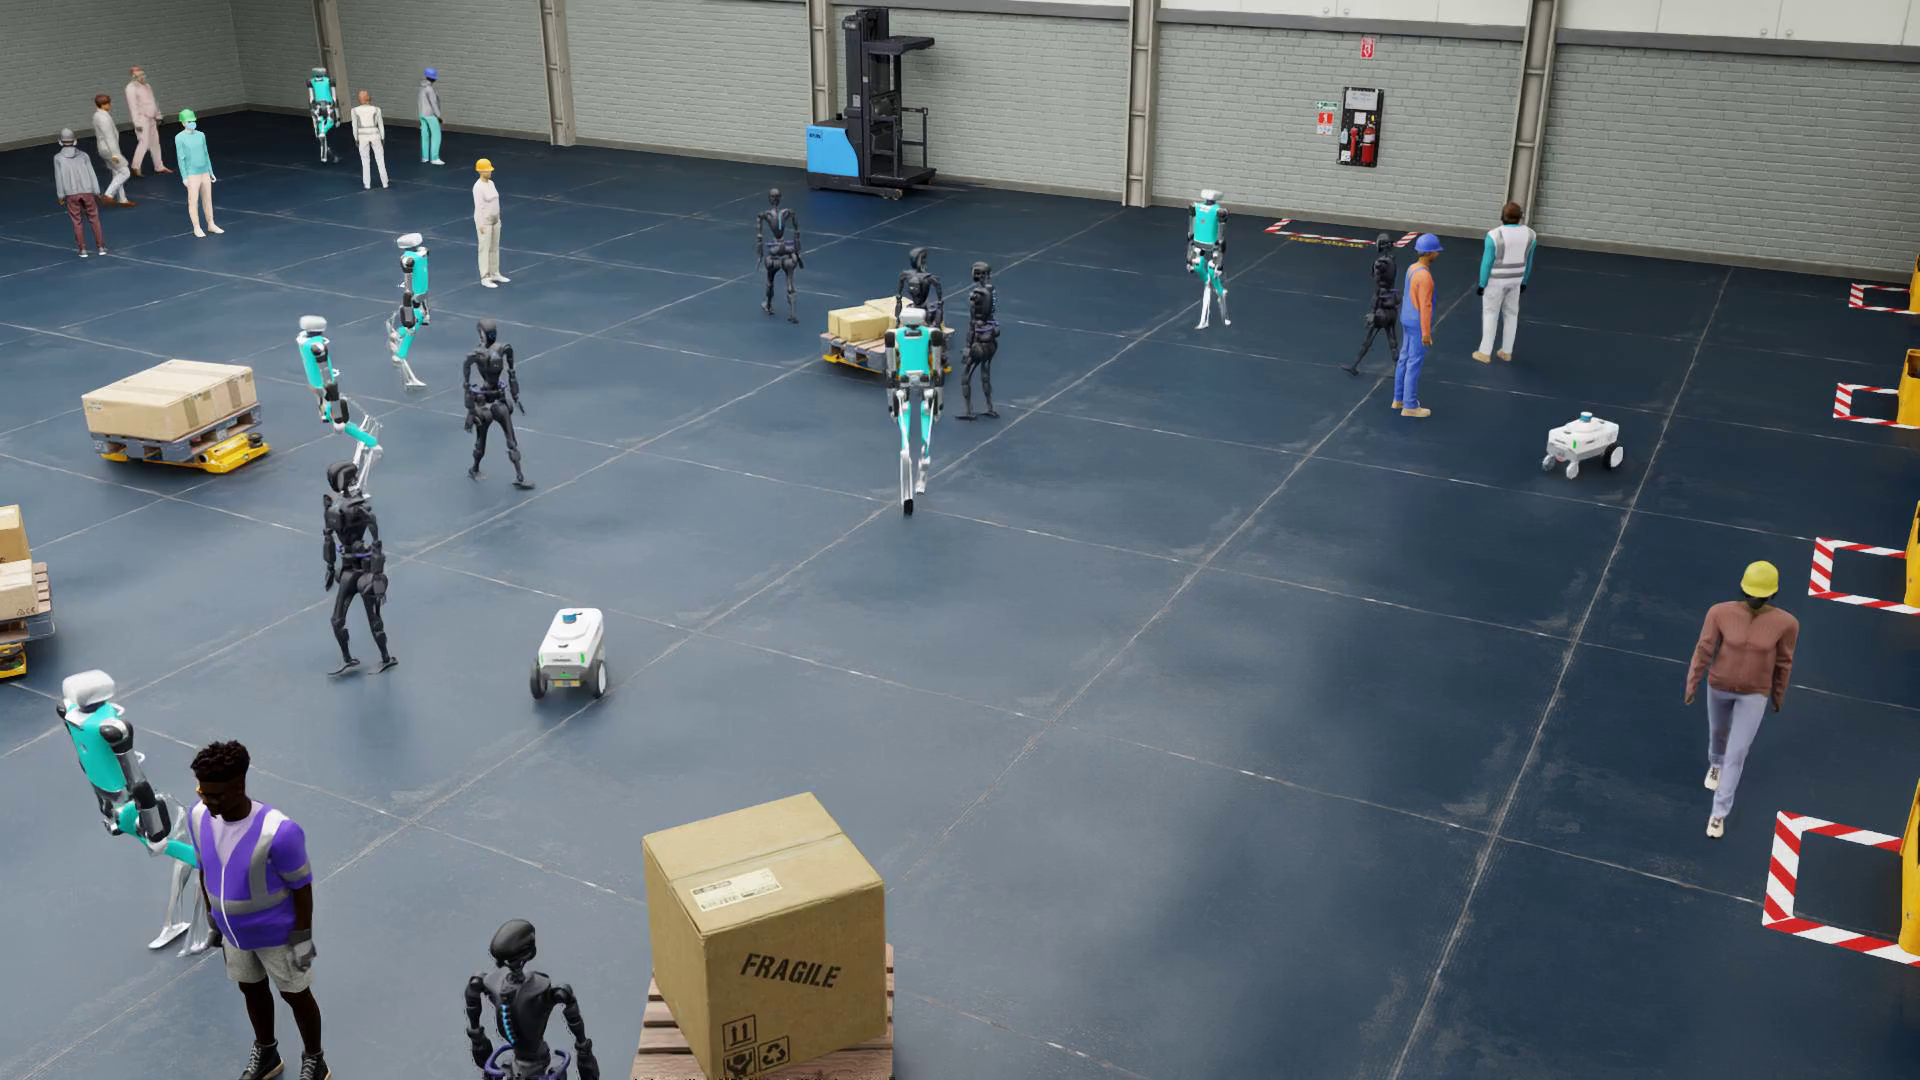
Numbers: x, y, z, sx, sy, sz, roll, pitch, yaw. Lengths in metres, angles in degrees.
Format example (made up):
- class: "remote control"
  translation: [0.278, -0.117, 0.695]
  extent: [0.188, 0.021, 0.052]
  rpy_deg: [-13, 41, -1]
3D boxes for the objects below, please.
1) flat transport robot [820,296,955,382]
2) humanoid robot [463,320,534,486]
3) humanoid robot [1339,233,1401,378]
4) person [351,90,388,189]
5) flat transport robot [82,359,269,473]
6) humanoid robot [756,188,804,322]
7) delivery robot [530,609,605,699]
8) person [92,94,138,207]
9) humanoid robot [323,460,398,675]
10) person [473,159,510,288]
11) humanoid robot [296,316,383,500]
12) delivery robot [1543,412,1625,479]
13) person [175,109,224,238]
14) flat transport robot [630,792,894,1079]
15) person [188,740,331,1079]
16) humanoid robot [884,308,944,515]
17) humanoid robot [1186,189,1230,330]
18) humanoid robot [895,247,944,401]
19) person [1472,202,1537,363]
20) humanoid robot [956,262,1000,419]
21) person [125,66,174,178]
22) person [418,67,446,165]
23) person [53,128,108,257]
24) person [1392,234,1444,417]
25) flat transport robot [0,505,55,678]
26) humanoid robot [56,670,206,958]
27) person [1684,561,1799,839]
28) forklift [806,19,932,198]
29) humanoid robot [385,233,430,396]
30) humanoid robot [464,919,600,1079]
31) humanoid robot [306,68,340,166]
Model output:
- class: "flat transport robot"
  translation: [-0.833, -2.070, 18.981]
  extent: [1.431, 0.231, 0.659]
  rpy_deg: [20, 30, 39]
- class: "humanoid robot"
  translation: [-4.352, -1.288, 15.454]
  extent: [0.781, 1.610, 0.613]
  rpy_deg: [19, 30, 38]
- class: "humanoid robot"
  translation: [4.662, -2.597, 18.461]
  extent: [0.736, 1.623, 0.616]
  rpy_deg: [15, 27, 31]
- class: "person"
  translation: [-10.033, -6.798, 28.263]
  extent: [0.509, 1.629, 0.314]
  rpy_deg: [-8, 25, -18]
- class: "flat transport robot"
  translation: [-7.598, -0.908, 16.276]
  extent: [1.431, 0.231, 0.659]
  rpy_deg: [7, 24, 15]
- class: "humanoid robot"
  translation: [-2.257, -3.564, 20.730]
  extent: [0.610, 1.618, 0.778]
  rpy_deg: [-10, 25, -22]
- class: "delivery robot"
  translation: [-2.789, 0.802, 11.956]
  extent: [0.499, 0.613, 0.807]
  rpy_deg: [0, 23, -1]
- class: "person"
  translation: [-13.635, -6.238, 26.720]
  extent: [0.435, 1.817, 0.539]
  rpy_deg: [-15, 27, -31]
- class: "humanoid robot"
  translation: [-4.309, 0.228, 11.859]
  extent: [0.603, 1.651, 0.447]
  rpy_deg: [14, 27, 29]
- class: "person"
  translation: [-6.299, -4.243, 22.230]
  extent: [0.325, 1.695, 0.484]
  rpy_deg: [6, 24, 14]
- class: "humanoid robot"
  translation: [-5.537, -1.218, 15.047]
  extent: [0.690, 1.726, 0.544]
  rpy_deg: [-16, 28, -33]
- class: "delivery robot"
  translation: [5.982, -0.936, 15.972]
  extent: [0.791, 0.589, 0.499]
  rpy_deg: [-15, 28, -31]
- class: "person"
  translation: [-11.444, -5.504, 24.944]
  extent: [0.350, 1.874, 0.512]
  rpy_deg: [14, 27, 29]
- class: "flat transport robot"
  translation: [-0.928, 2.570, 8.181]
  extent: [0.659, 0.231, 1.431]
  rpy_deg: [-1, 23, -2]
- class: "person"
  translation: [-3.297, 1.805, 7.812]
  extent: [0.605, 1.965, 0.373]
  rpy_deg: [8, 24, 17]
- class: "humanoid robot"
  translation: [-0.409, -1.117, 14.926]
  extent: [0.553, 1.775, 0.961]
  rpy_deg: [0, 23, -1]
- class: "humanoid robot"
  translation: [3.120, -3.367, 20.282]
  extent: [0.555, 1.892, 0.759]
  rpy_deg: [19, 30, 37]
- class: "humanoid robot"
  translation: [-0.429, -2.322, 17.795]
  extent: [0.608, 1.643, 0.435]
  rpy_deg: [11, 26, 24]
- class: "person"
  translation: [6.209, -2.947, 19.034]
  extent: [0.632, 1.839, 0.429]
  rpy_deg: [-5, 24, -12]
- class: "humanoid robot"
  translation: [0.217, -2.057, 17.166]
  extent: [0.362, 1.646, 0.610]
  rpy_deg: [11, 25, 23]
- class: "person"
  translation: [-14.372, -7.383, 29.307]
  extent: [0.528, 1.900, 0.784]
  rpy_deg: [0, 23, 1]
- class: "person"
  translation: [-9.693, -7.743, 30.331]
  extent: [0.367, 1.732, 0.701]
  rpy_deg: [-19, 30, -37]
- class: "person"
  translation: [-12.601, -4.969, 23.772]
  extent: [0.552, 1.811, 0.373]
  rpy_deg: [-14, 27, -30]
- class: "person"
  translation: [4.763, -2.235, 17.290]
  extent: [0.357, 1.908, 0.530]
  rpy_deg: [-3, 23, -6]
- class: "flat transport robot"
  translation: [-7.448, 0.727, 12.471]
  extent: [0.659, 0.231, 1.431]
  rpy_deg: [-12, 26, -26]
- class: "humanoid robot"
  translation: [-4.311, 1.438, 8.946]
  extent: [0.535, 1.773, 0.702]
  rpy_deg: [15, 27, 31]
- class: "person"
  translation: [4.768, 0.903, 10.219]
  extent: [0.544, 1.710, 0.924]
  rpy_deg: [13, 27, 28]
- class: "forklift"
  translation: [-1.573, -7.292, 27.850]
  extent: [1.873, 2.768, 1.129]
  rpy_deg: [12, 26, 25]
- class: "humanoid robot"
  translation: [-6.026, -2.366, 17.935]
  extent: [0.739, 1.892, 0.541]
  rpy_deg: [2, 23, 5]
- class: "humanoid robot"
  translation: [-1.781, 2.290, 7.044]
  extent: [0.591, 1.649, 0.391]
  rpy_deg: [5, 24, 11]
- class: "humanoid robot"
  translation: [-11.543, -7.574, 30.034]
  extent: [0.541, 1.776, 1.069]
  rpy_deg: [0, 23, 1]
